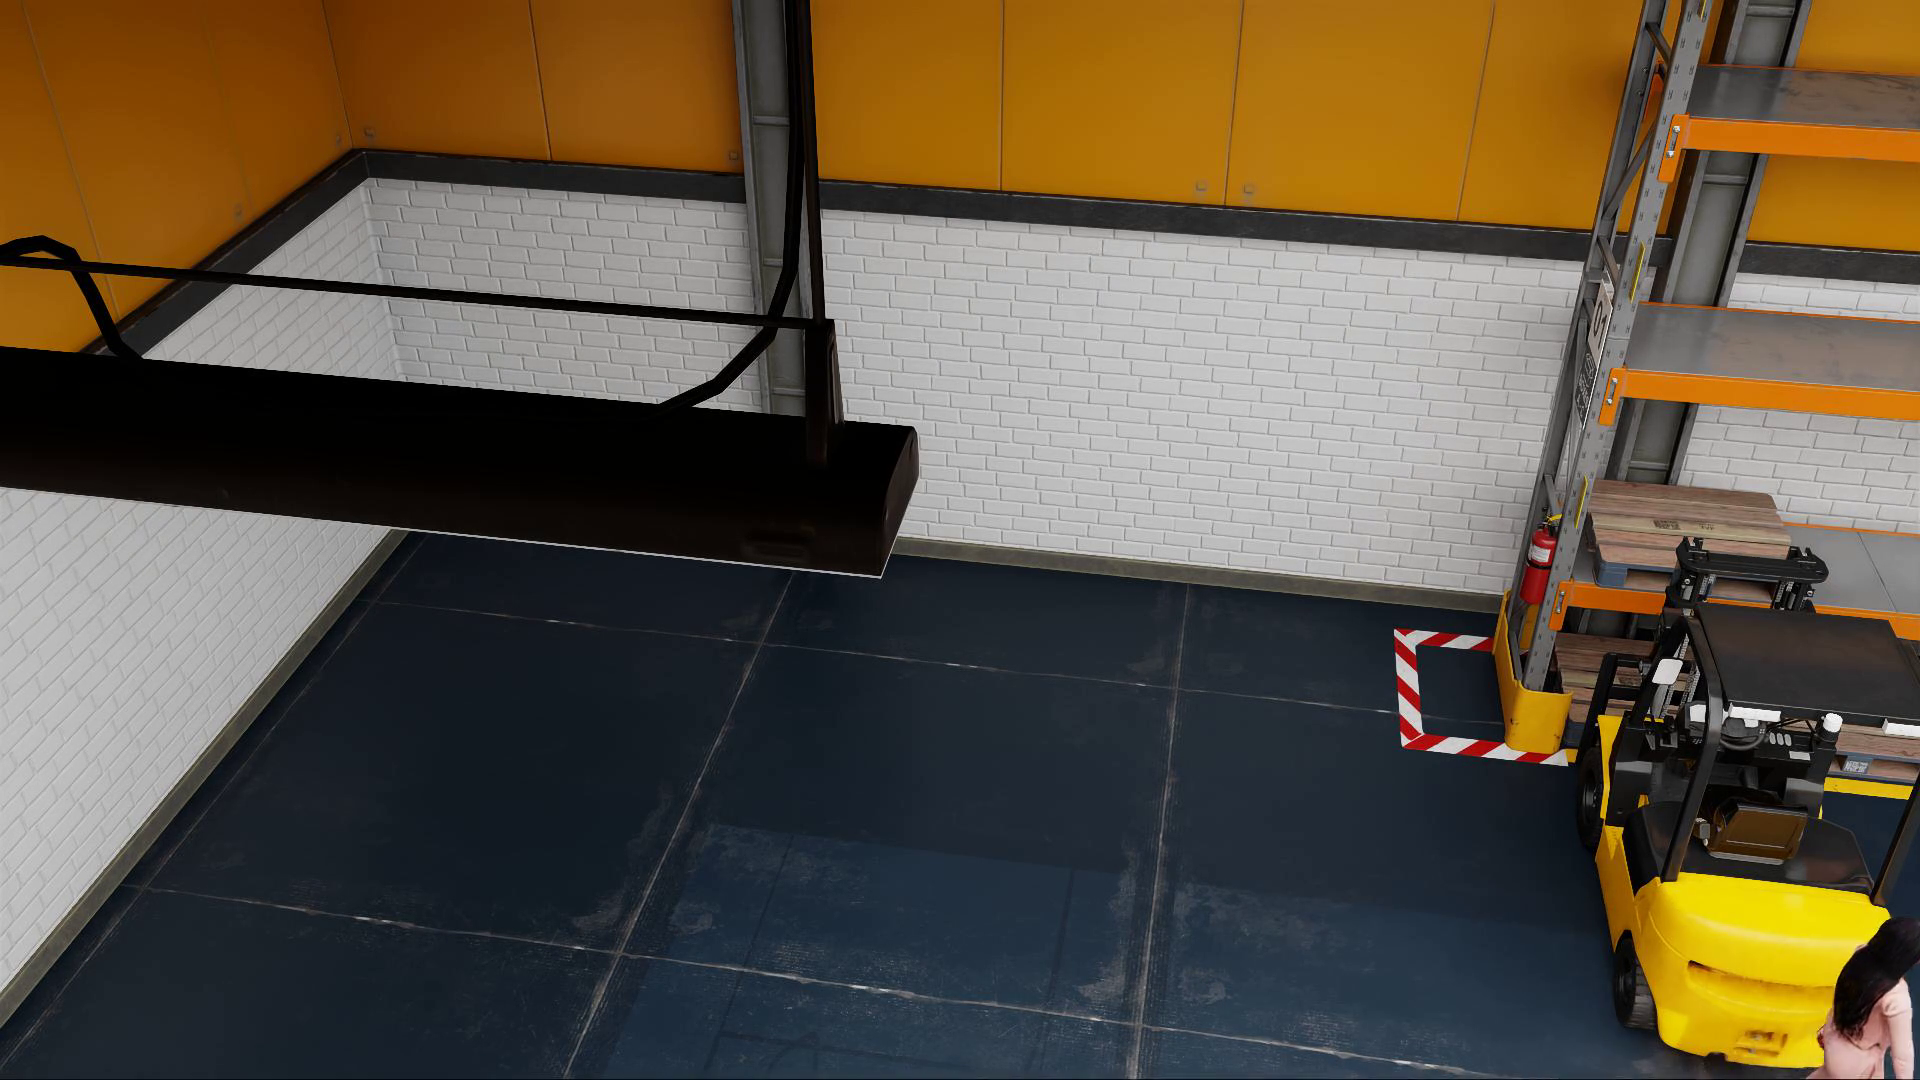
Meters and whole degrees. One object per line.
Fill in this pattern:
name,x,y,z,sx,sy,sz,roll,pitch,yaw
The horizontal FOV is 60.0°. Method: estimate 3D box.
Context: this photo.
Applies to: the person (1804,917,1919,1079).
person,4.150,2.468,7.951,1.161,1.671,0.660,8,34,11
